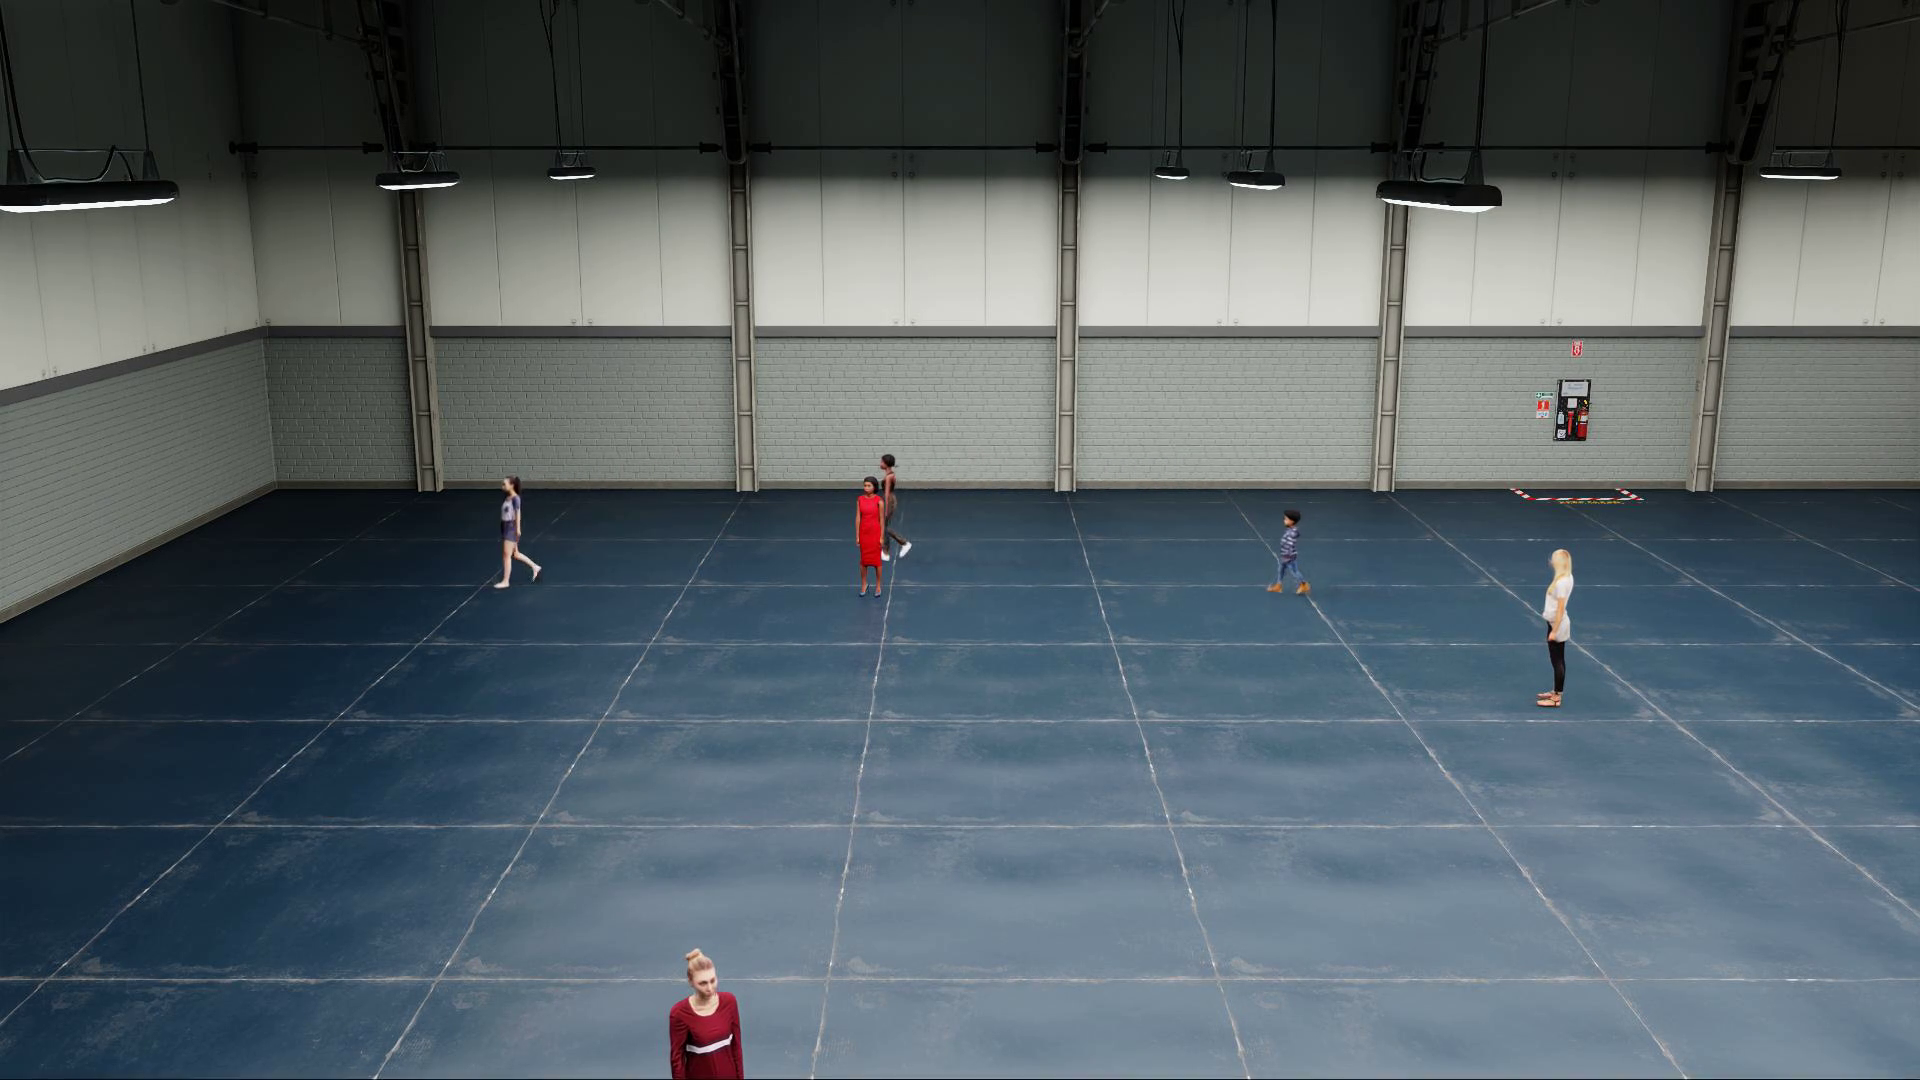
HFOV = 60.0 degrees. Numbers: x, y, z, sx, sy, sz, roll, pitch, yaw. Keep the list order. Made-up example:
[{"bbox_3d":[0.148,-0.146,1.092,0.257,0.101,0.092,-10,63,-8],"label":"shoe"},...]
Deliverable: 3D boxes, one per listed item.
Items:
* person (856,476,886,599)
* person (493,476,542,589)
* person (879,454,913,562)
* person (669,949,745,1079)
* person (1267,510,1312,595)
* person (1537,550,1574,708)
[{"bbox_3d":[-1.269,-0.051,23.710,0.535,1.743,0.680,4,14,16],"label":"person"},{"bbox_3d":[-6.478,-0.127,24.296,1.065,1.627,0.881,-7,15,-28],"label":"person"},{"bbox_3d":[-1.037,-0.490,25.720,0.815,1.692,0.586,0,13,-1],"label":"person"},{"bbox_3d":[-1.476,3.209,9.732,0.646,1.698,0.740,-10,16,-36],"label":"person"},{"bbox_3d":[4.768,0.186,23.820,0.831,1.231,0.515,1,13,2],"label":"person"},{"bbox_3d":[6.844,0.998,19.004,0.660,1.823,0.675,6,14,23],"label":"person"}]
